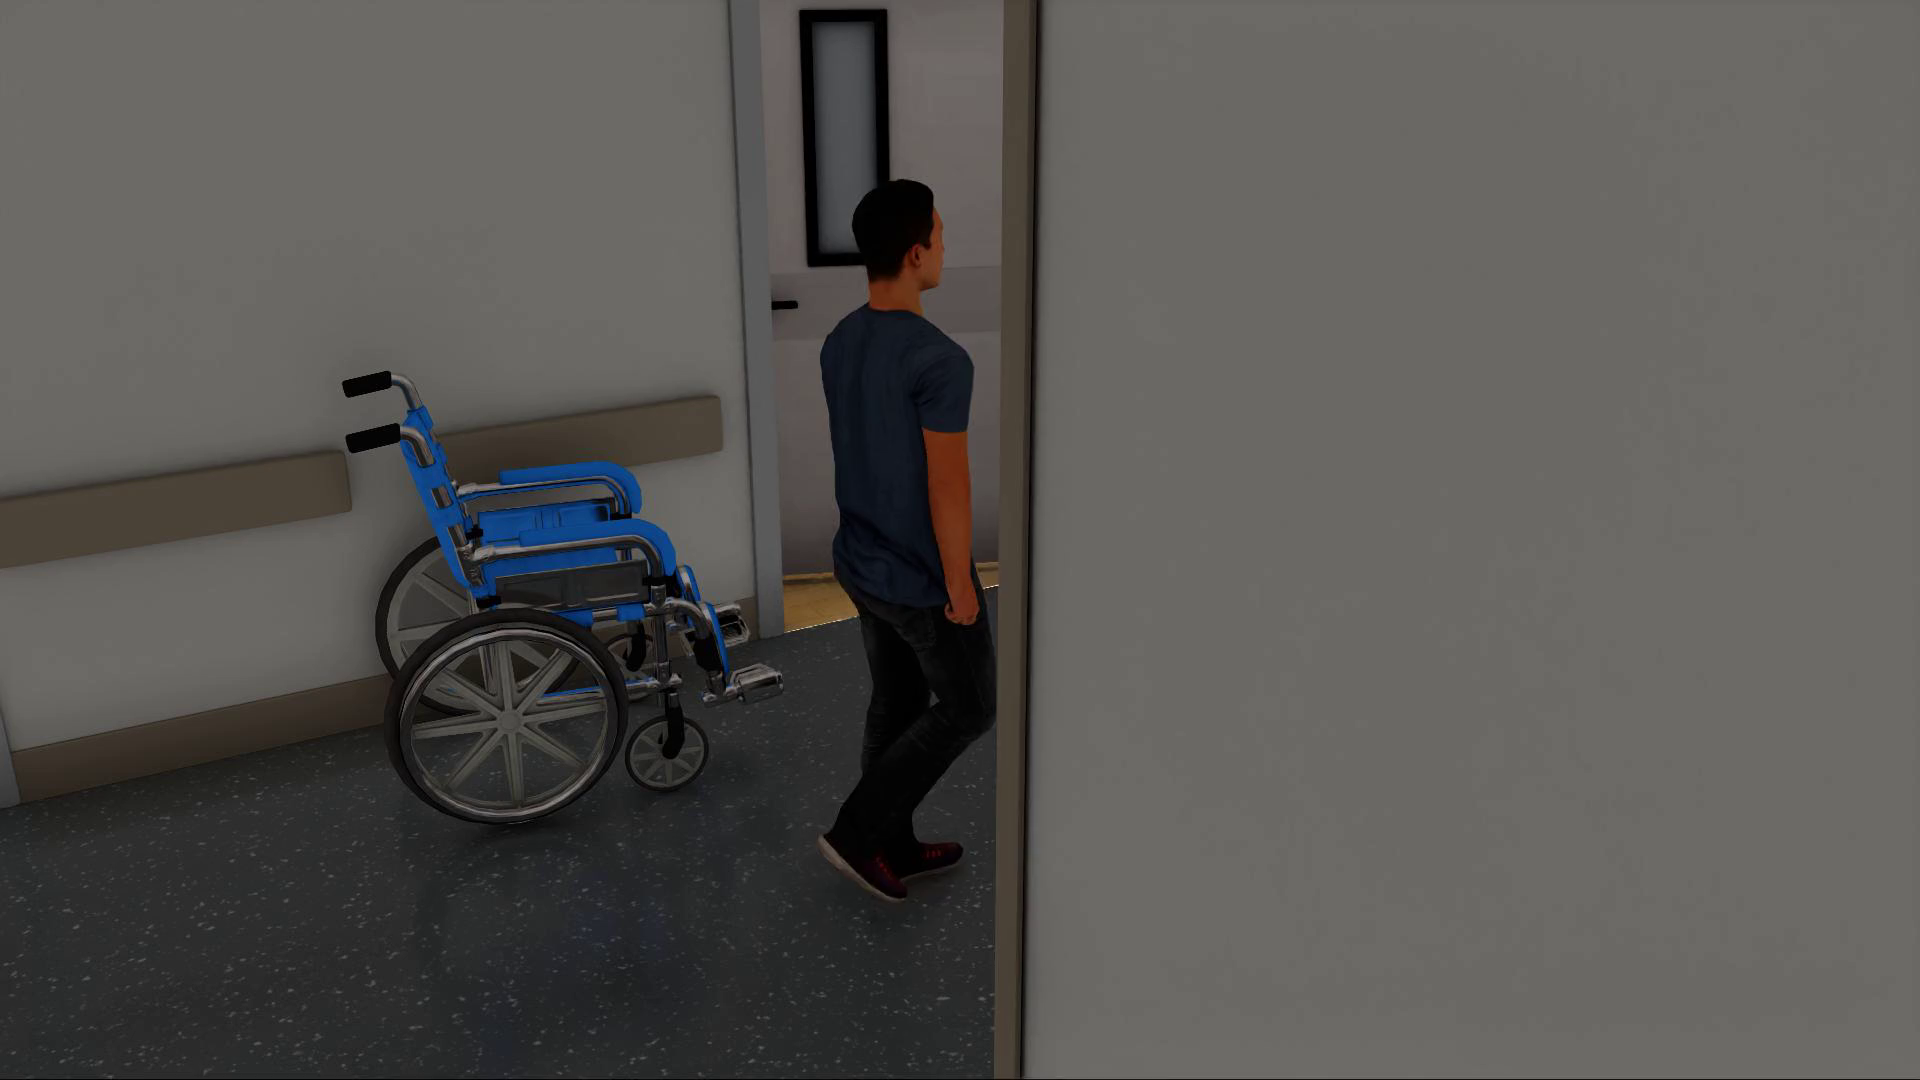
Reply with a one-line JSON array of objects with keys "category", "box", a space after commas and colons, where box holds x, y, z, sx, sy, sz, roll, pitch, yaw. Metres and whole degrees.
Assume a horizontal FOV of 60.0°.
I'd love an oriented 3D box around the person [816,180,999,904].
[{"category": "person", "box": [-0.200, 0.078, 3.948, 0.732, 1.799, 0.708, -14, 25, -33]}]
